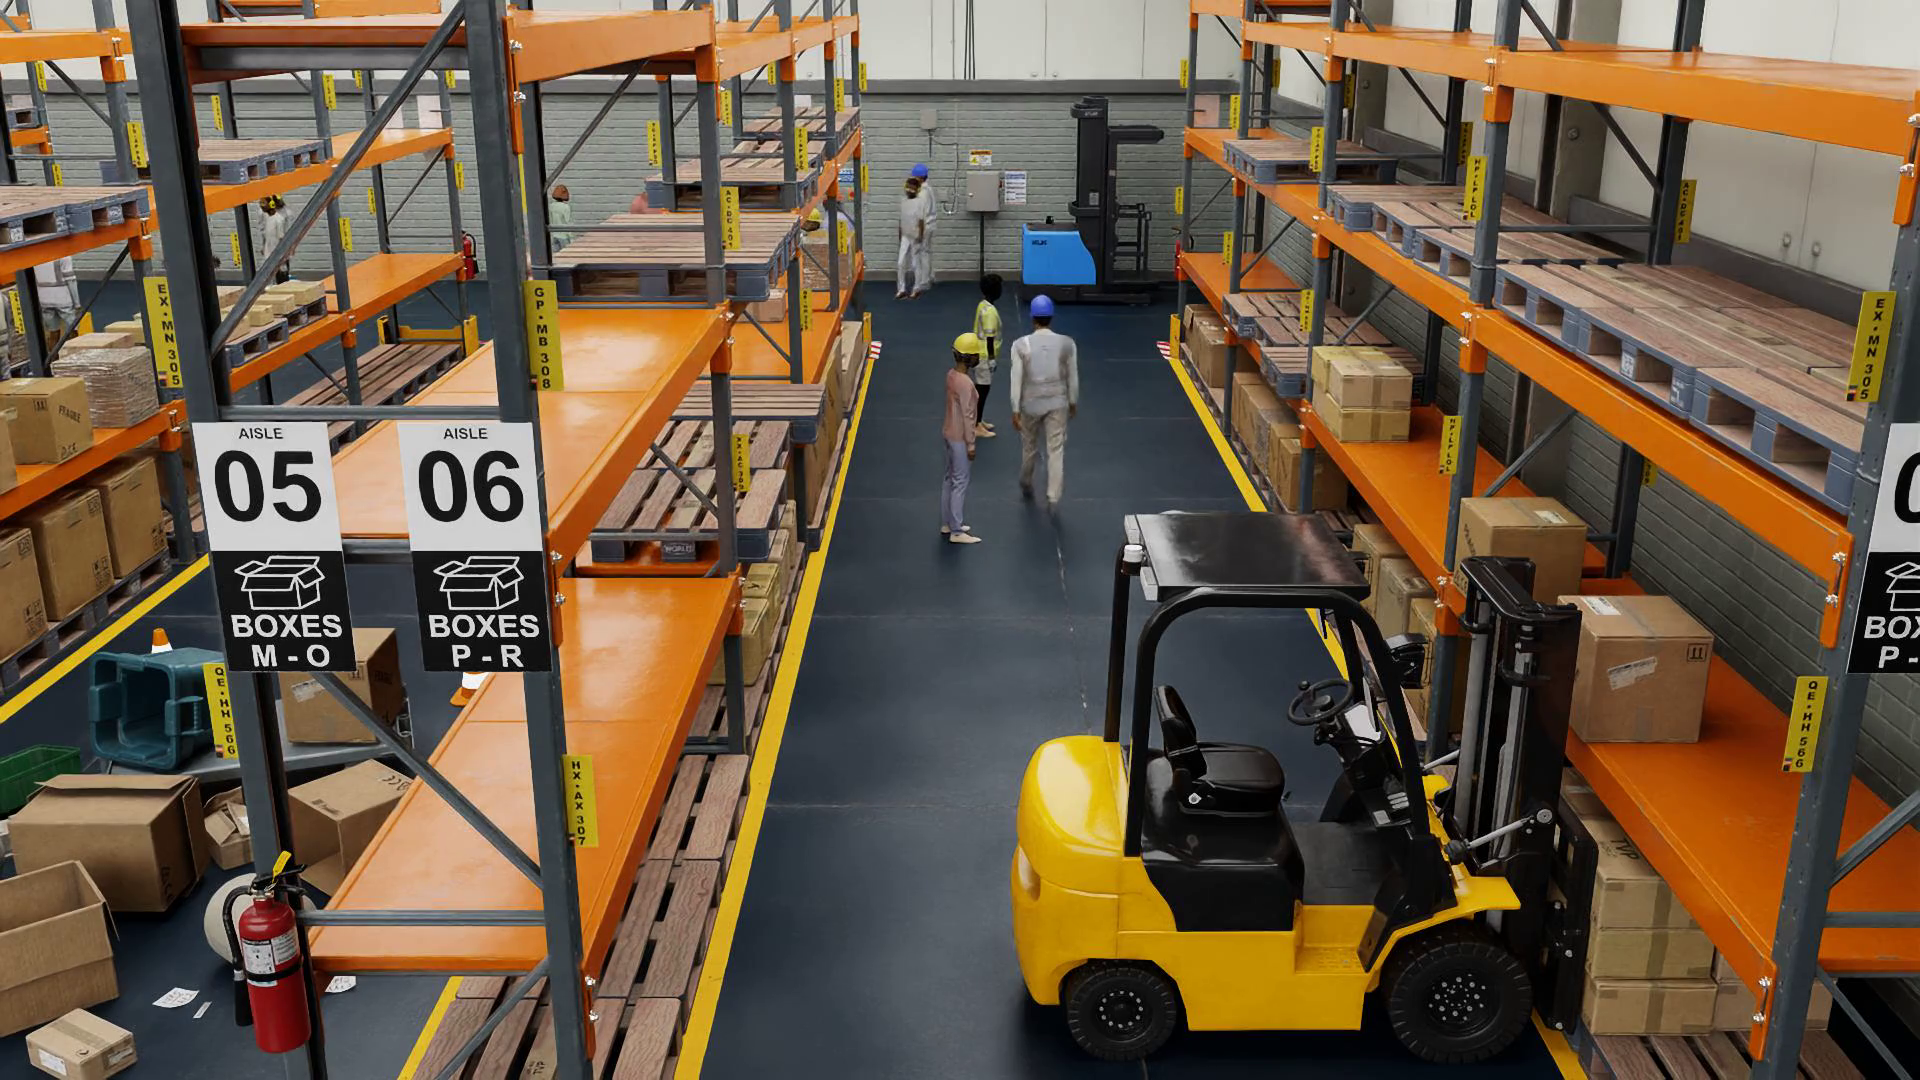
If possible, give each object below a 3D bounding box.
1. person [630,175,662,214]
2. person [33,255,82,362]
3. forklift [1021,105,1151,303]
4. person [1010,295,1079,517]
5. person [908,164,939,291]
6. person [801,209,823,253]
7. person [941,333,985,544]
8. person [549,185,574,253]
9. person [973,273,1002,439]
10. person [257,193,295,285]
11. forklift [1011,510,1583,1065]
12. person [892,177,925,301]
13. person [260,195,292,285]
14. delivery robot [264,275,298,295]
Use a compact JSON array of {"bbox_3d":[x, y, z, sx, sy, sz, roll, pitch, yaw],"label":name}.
[{"bbox_3d":[-4.421,-4.311,24.070,0.649,1.902,0.400,-16,24,-40],"label":"person"},{"bbox_3d":[-10.523,-2.778,19.402,0.551,1.923,0.390,1,18,4],"label":"person"},{"bbox_3d":[1.857,-4.944,24.441,1.873,2.768,1.129,0,18,0],"label":"forklift"},{"bbox_3d":[0.745,-1.211,14.707,0.639,1.887,1.023,-2,18,-5],"label":"person"},{"bbox_3d":[-0.545,-4.772,25.438,0.509,1.922,0.695,-1,18,-3],"label":"person"},{"bbox_3d":[-1.934,-3.471,21.795,0.323,1.731,0.491,0,18,1],"label":"person"},{"bbox_3d":[0.034,-0.847,13.819,0.349,1.761,0.528,-5,19,-16],"label":"person"},{"bbox_3d":[-6.046,-4.582,25.319,0.503,1.628,0.278,17,25,41],"label":"person"},{"bbox_3d":[0.272,-1.898,17.111,0.324,1.689,0.546,-1,18,-4],"label":"person"},{"bbox_3d":[-9.889,-4.236,24.123,0.502,1.700,0.777,-7,20,-20],"label":"person"},{"bbox_3d":[1.387,1.055,7.378,2.313,2.155,1.214,0,18,0],"label":"forklift"},{"bbox_3d":[-0.741,-4.432,24.543,0.551,1.825,0.697,11,21,30],"label":"person"},{"bbox_3d":[-9.246,-3.800,22.589,0.326,1.861,0.508,-14,23,-36],"label":"person"},{"bbox_3d":[-9.527,-3.512,23.608,0.707,0.478,0.477,-7,20,-21],"label":"delivery robot"}]
